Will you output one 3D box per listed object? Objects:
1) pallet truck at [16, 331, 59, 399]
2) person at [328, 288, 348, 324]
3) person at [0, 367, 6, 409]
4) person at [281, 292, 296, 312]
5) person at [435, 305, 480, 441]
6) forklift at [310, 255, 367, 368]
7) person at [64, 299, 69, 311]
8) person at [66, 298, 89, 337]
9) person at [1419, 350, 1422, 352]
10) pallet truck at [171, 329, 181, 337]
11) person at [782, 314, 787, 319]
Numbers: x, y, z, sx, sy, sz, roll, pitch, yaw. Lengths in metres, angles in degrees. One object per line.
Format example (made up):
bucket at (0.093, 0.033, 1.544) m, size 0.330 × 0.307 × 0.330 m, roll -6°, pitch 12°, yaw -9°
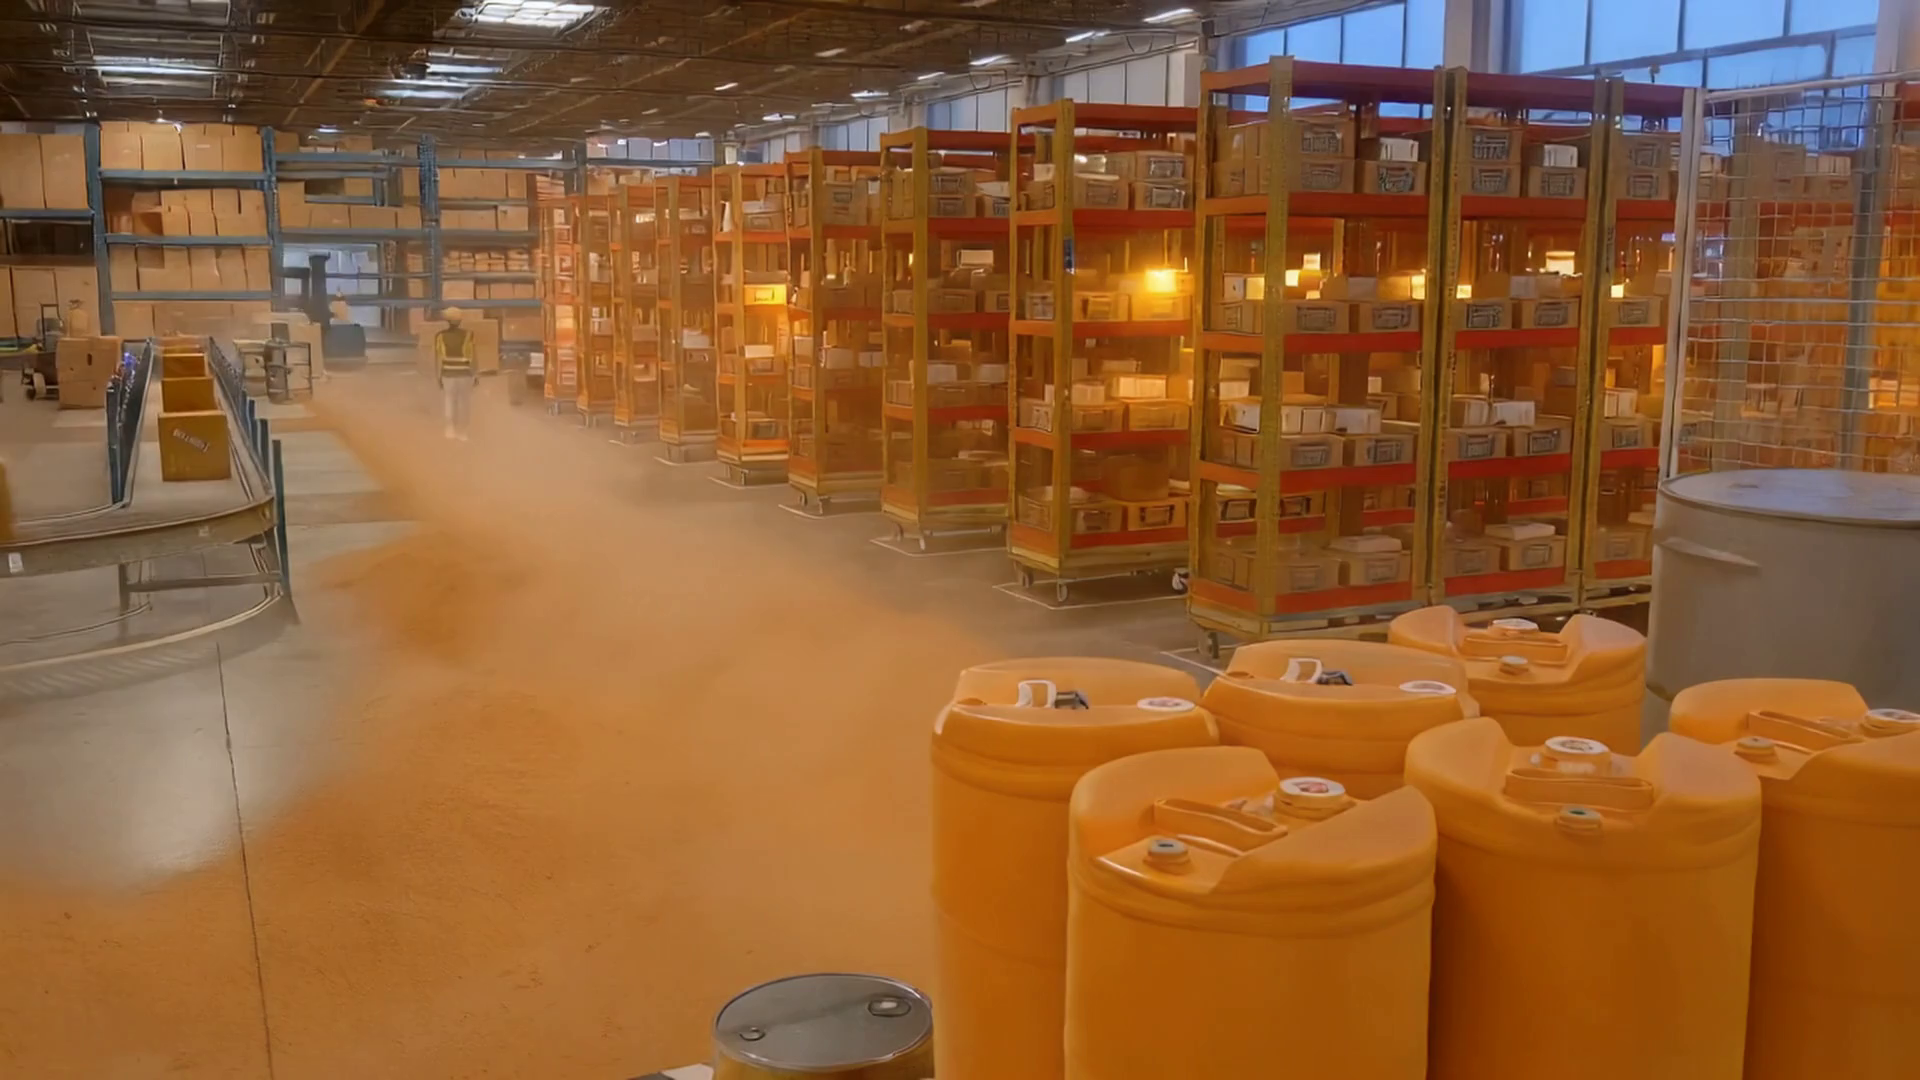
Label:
pallet truck at (-17.082, -3.353, 31.781) m, size 1.630 × 1.274 × 0.653 m, roll -4°, pitch 10°, yaw -25°
person at (-16.209, -5.552, 43.265) m, size 0.611 × 1.996 × 0.378 m, roll -8°, pitch 12°, yaw -42°
person at (-11.848, -1.687, 20.119) m, size 0.530 × 1.735 × 0.789 m, roll -7°, pitch 11°, yaw -36°
person at (-19.271, -6.198, 47.784) m, size 0.592 × 1.833 × 0.404 m, roll 6°, pitch 11°, yaw 31°
person at (-7.160, -2.375, 23.729) m, size 0.604 × 1.934 × 0.437 m, roll -1°, pitch 9°, yaw -3°
forklift at (-15.740, -5.631, 41.024) m, size 1.873 × 2.768 × 1.129 m, roll -4°, pitch 10°, yaw -25°
person at (-21.581, -4.988, 40.517) m, size 0.382 × 1.753 × 0.526 m, roll -5°, pitch 10°, yaw -27°
person at (-20.239, -4.635, 38.132) m, size 0.404 × 1.826 × 0.593 m, roll 3°, pitch 10°, yaw 19°
person at (5.764, -1.859, 20.900) m, size 0.623 × 1.810 × 0.640 m, roll -1°, pitch 9°, yaw -4°
pallet truck at (-17.275, -3.851, 35.096) m, size 1.601 × 1.201 × 0.680 m, roll 0°, pitch 9°, yaw 1°
person at (-3.518, -4.214, 35.512) m, size 0.589 × 1.826 × 0.404 m, roll -1°, pitch 9°, yaw -8°
